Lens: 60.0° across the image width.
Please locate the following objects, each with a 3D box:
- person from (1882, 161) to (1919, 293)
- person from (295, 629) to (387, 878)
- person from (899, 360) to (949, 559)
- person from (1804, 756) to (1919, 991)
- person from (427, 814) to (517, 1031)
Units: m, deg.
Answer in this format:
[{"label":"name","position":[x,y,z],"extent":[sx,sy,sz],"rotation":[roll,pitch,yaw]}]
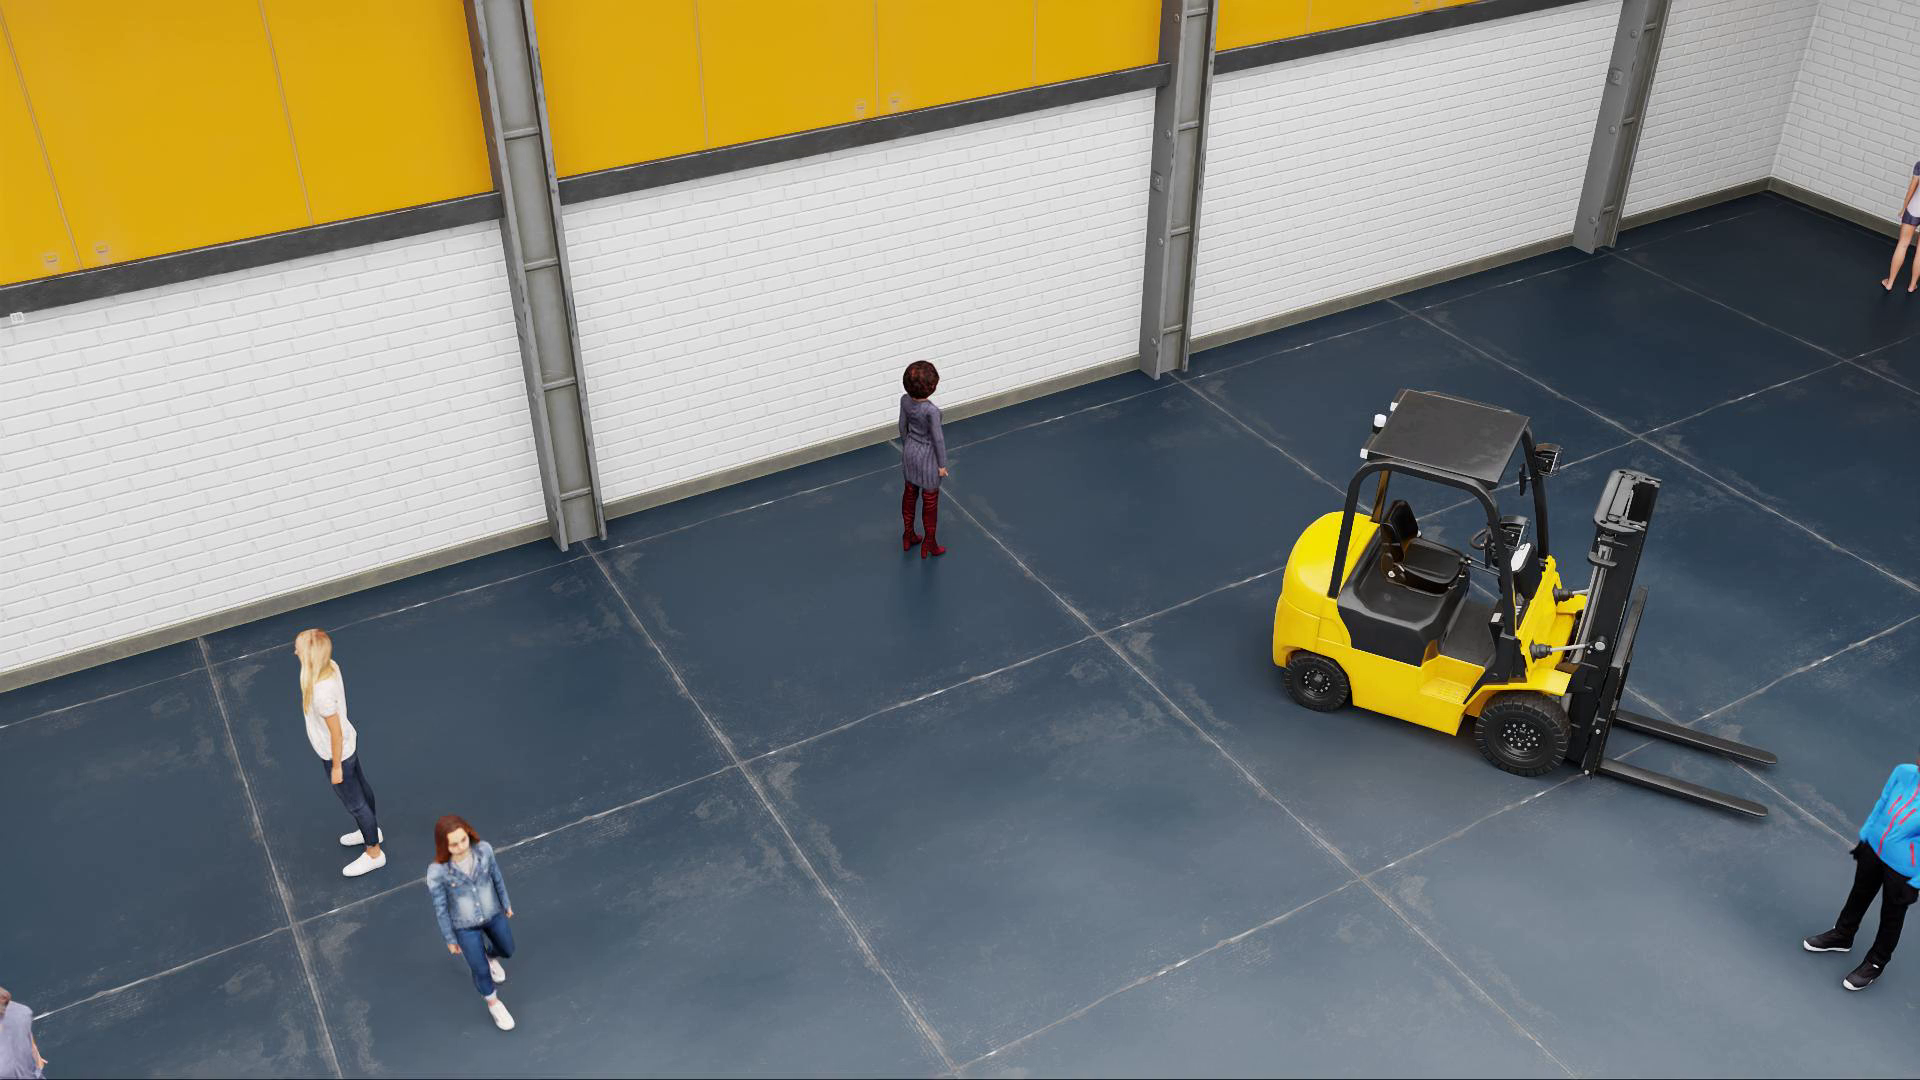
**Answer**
[{"label":"person","position":[10.141,-3.447,17.500],"extent":[0.683,1.732,0.729],"rotation":[12,35,17]},{"label":"person","position":[-3.836,1.292,10.302],"extent":[0.560,1.809,0.640],"rotation":[-11,35,-16]},{"label":"person","position":[-0.310,-0.647,13.308],"extent":[0.648,1.710,0.608],"rotation":[27,42,34]},{"label":"person","position":[5.377,1.816,9.528],"extent":[0.600,1.792,0.651],"rotation":[-10,35,-15]},{"label":"person","position":[-2.766,2.105,9.386],"extent":[0.713,1.468,0.708],"rotation":[-29,43,-36]}]
